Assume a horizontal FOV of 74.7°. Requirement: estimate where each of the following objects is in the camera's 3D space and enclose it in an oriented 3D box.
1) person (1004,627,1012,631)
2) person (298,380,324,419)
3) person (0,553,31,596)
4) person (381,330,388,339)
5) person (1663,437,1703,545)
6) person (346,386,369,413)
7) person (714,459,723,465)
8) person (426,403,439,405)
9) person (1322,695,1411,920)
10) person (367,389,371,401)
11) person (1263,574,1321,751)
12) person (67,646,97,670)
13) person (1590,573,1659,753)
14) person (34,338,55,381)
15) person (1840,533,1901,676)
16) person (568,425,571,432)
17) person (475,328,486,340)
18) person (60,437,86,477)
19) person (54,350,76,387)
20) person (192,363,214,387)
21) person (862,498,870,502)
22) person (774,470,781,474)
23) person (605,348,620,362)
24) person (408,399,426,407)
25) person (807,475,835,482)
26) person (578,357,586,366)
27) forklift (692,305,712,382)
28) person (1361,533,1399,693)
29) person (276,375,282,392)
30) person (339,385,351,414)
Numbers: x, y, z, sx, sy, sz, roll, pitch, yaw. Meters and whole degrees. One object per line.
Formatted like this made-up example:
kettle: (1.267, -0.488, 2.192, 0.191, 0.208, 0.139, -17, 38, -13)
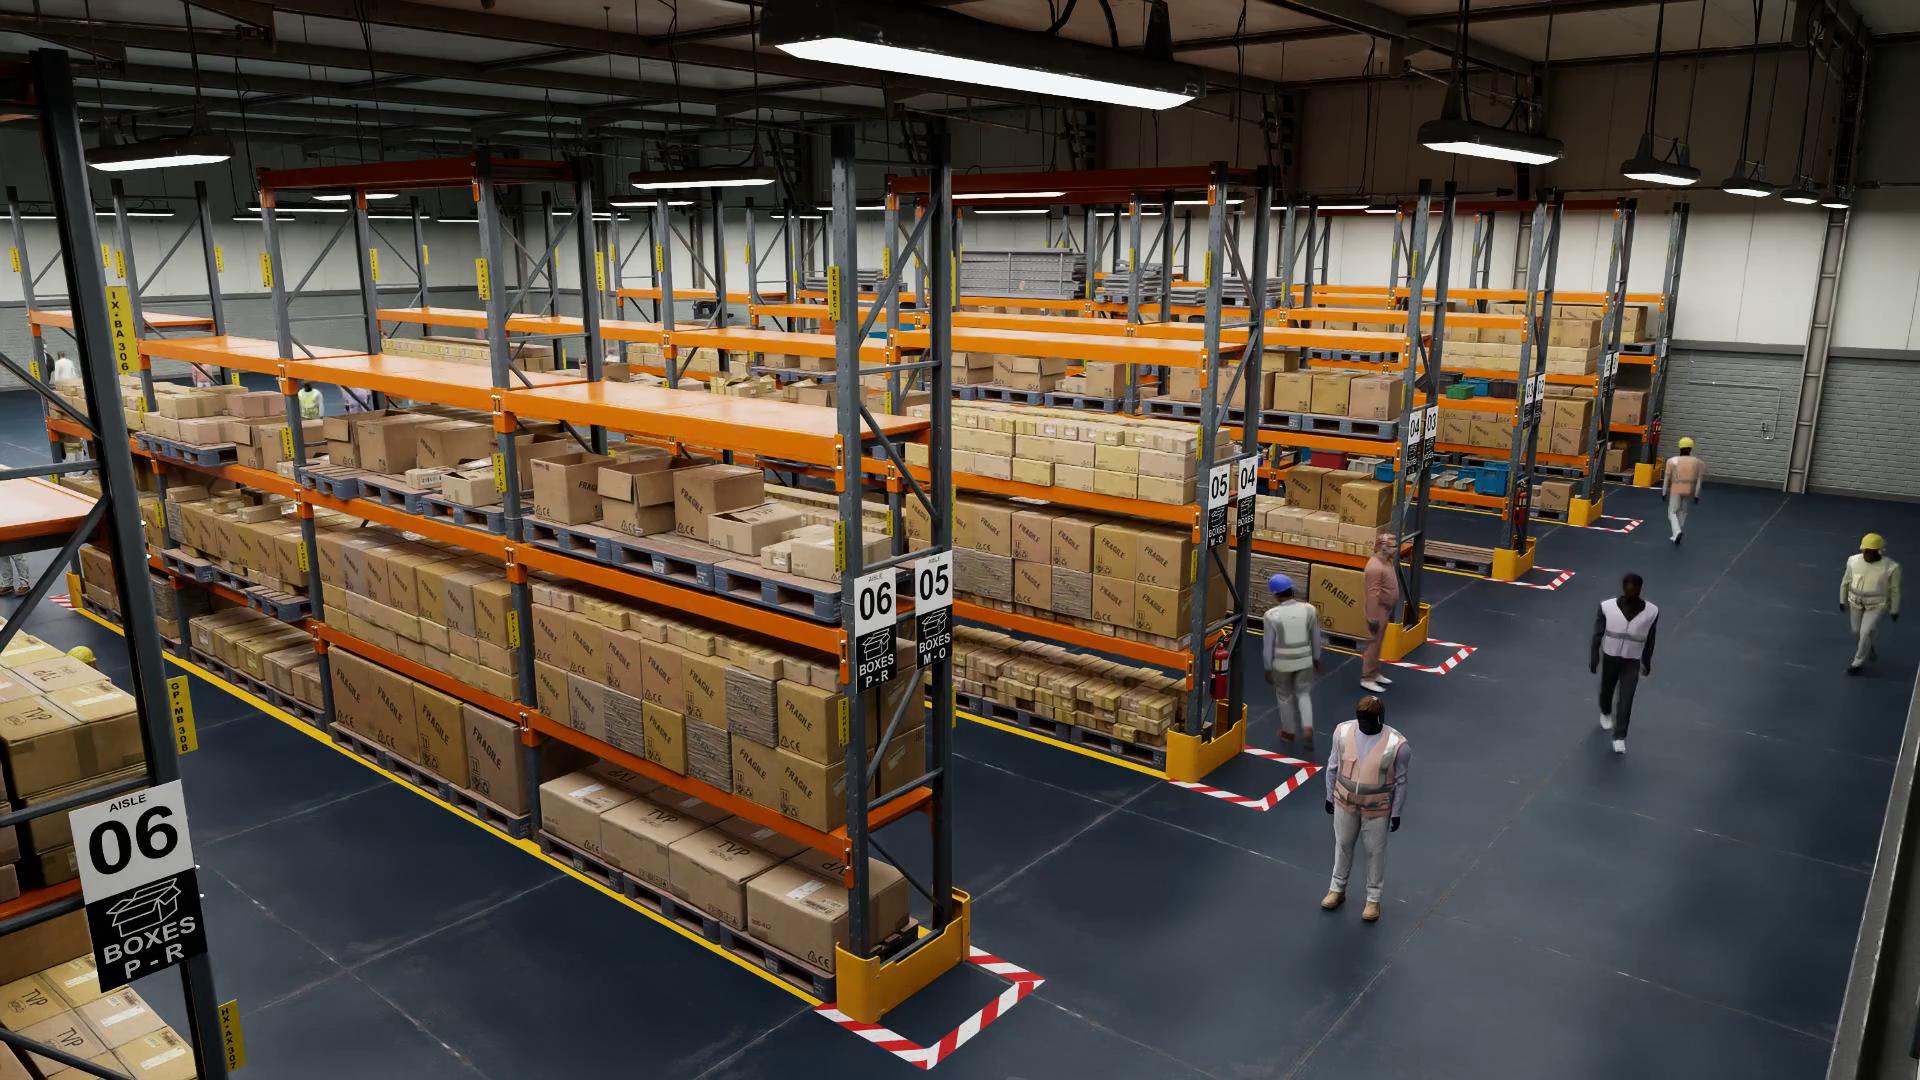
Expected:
person: (0.926, 0.506, 17.212, 0.807, 1.600, 0.493, 10, 17, 37)
person: (-16.427, -3.150, 31.861, 0.653, 1.778, 1.035, -1, 14, -6)
person: (-14.461, -0.112, 19.054, 0.635, 1.936, 0.350, 1, 14, 5)
person: (-22.980, -7.574, 50.371, 0.525, 1.638, 0.307, 8, 16, 30)
person: (12.707, -0.843, 22.143, 0.594, 1.906, 0.735, 3, 14, 13)
person: (-16.537, -3.824, 34.501, 0.949, 1.861, 0.689, 6, 15, 24)
person: (-5.486, -2.270, 27.949, 0.585, 1.928, 0.379, 11, 17, 38)
person: (-13.771, -3.270, 32.740, 0.849, 1.590, 0.547, -12, 18, -40)
person: (3.224, 2.118, 10.079, 0.634, 1.842, 0.429, 9, 16, 33)
person: (-18.062, -4.713, 38.031, 0.551, 1.918, 0.738, -11, 17, -38)
person: (3.535, 1.313, 13.261, 0.689, 1.892, 0.719, -3, 14, -13)
person: (-7.963, 1.814, 11.556, 0.483, 1.737, 0.320, 3, 14, 13)
person: (7.141, 1.247, 13.594, 0.599, 1.876, 1.007, 6, 15, 23)
person: (-30.274, -5.651, 41.712, 0.536, 2.000, 0.688, -8, 16, -29)
person: (11.411, 0.764, 15.770, 0.773, 1.794, 0.636, -7, 16, -28)
person: (-8.227, -1.735, 26.313, 0.543, 1.656, 0.805, -8, 16, -31)
person: (-20.932, -8.770, 55.033, 0.526, 1.765, 0.329, 8, 16, 29)
person: (-18.708, -1.885, 26.548, 0.429, 1.843, 0.633, 1, 14, 4)
person: (-27.593, -4.918, 38.916, 0.970, 1.903, 0.632, 0, 14, 0)
person: (-23.432, -4.868, 39.022, 0.541, 1.749, 0.566, -10, 17, -35)
person: (-1.353, 0.327, 17.487, 1.008, 1.828, 0.571, 12, 18, 39)
person: (-4.210, -2.487, 28.745, 0.653, 1.971, 0.454, -1, 14, -3)
person: (-11.124, -5.163, 39.969, 0.845, 1.879, 0.647, 8, 16, 29)
person: (-14.718, -3.746, 34.316, 0.620, 1.786, 0.547, -12, 18, -40)
person: (-3.076, -2.216, 27.971, 0.544, 1.821, 0.996, -11, 17, -38)
person: (-11.131, -4.509, 37.333, 0.345, 1.846, 0.506, -3, 14, -10)
forklift: (-9.511, -7.392, 47.124, 1.873, 2.768, 1.129, 11, 17, 38)
person: (5.057, 0.853, 15.151, 0.405, 1.908, 0.644, 7, 16, 28)
person: (-21.559, -5.245, 40.049, 0.379, 1.995, 0.612, 1, 14, 3)
person: (-17.265, -4.103, 35.521, 0.399, 1.924, 0.710, -11, 18, -39)
